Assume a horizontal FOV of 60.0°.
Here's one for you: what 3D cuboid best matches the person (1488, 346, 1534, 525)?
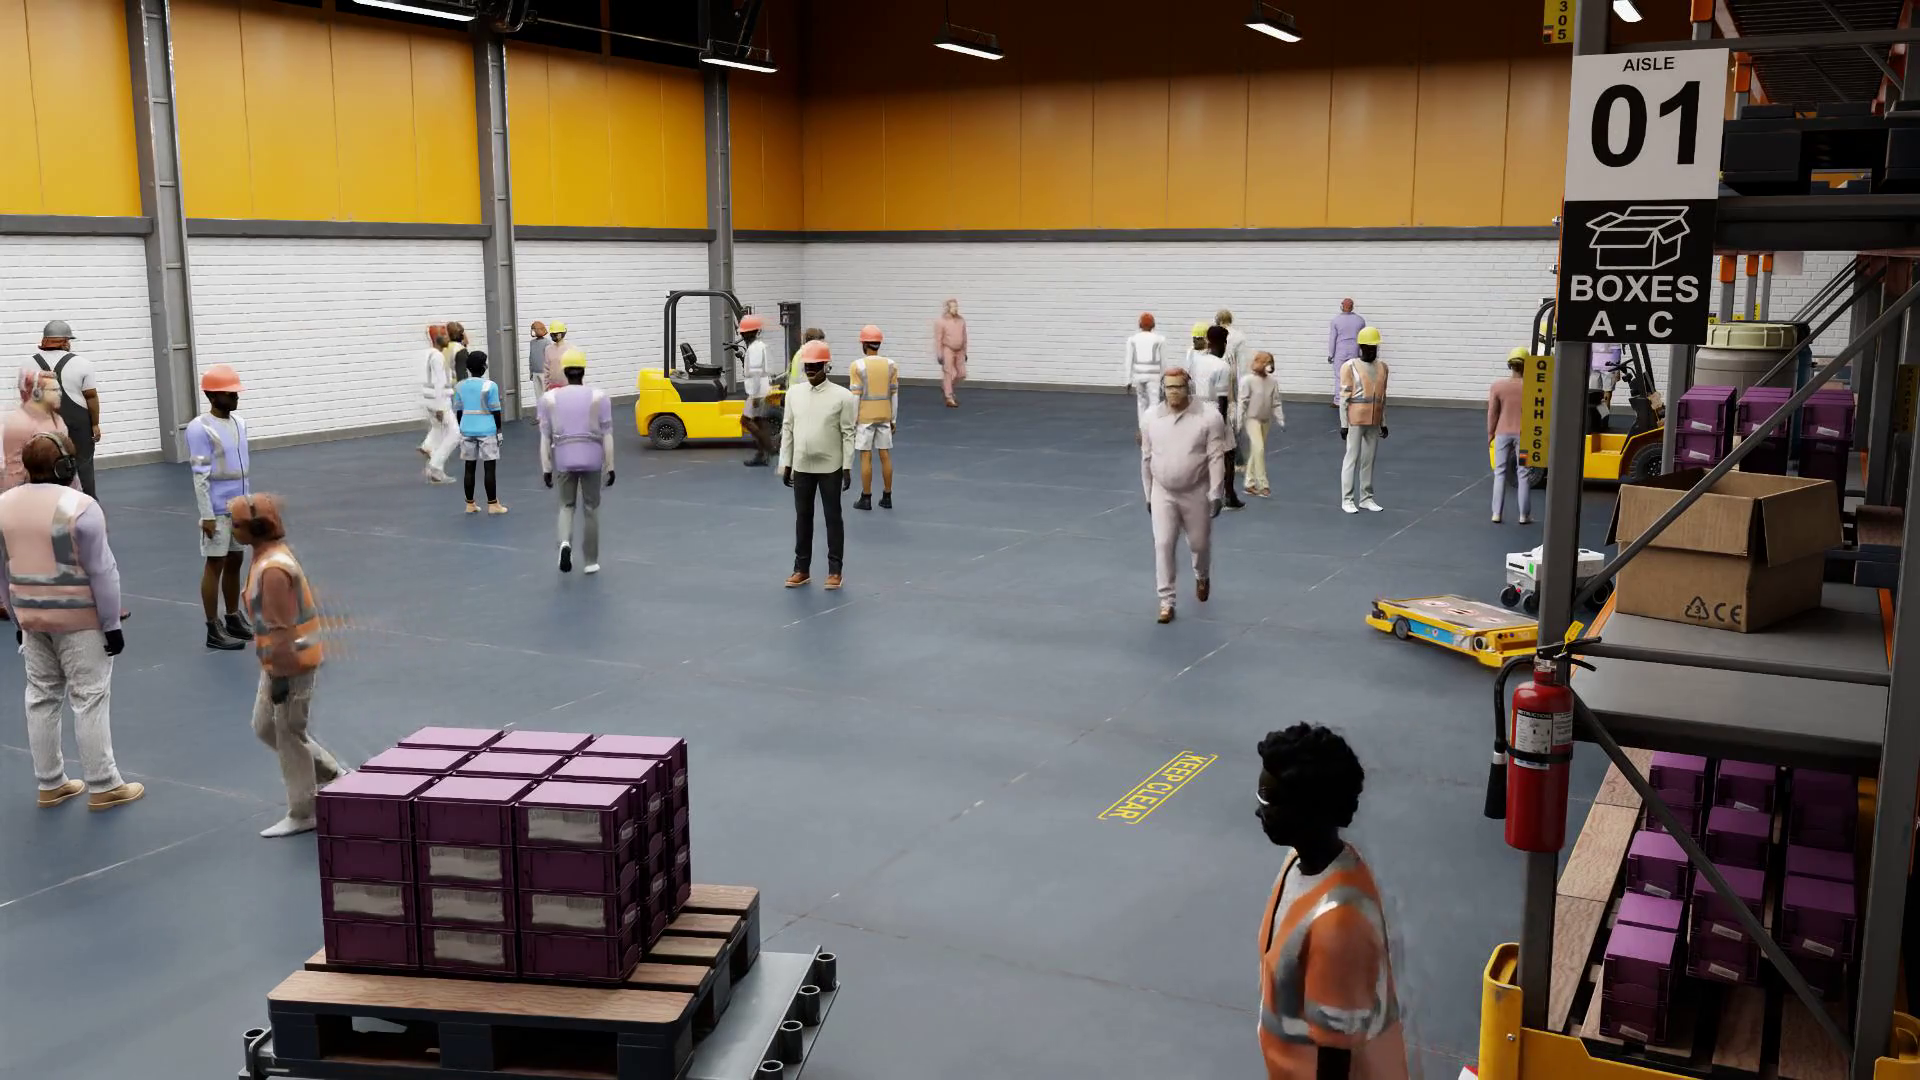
[{"bbox_3d":[5.517,-1.037,16.533,0.533,1.765,0.330,5,11,24],"label":"person"}]

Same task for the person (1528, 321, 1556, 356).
[{"bbox_3d":[7.490,-1.908,21.424,0.405,1.824,0.586,-1,10,-4],"label":"person"}]

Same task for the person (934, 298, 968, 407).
[{"bbox_3d":[-0.124,-3.264,29.043,0.674,1.892,0.421,-7,12,-35],"label":"person"}]

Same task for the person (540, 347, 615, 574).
[{"bbox_3d":[-3.177,-0.639,13.818,0.600,1.913,0.558,-1,10,-4],"label":"person"}]

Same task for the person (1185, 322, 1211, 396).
[{"bbox_3d":[3.013,-1.813,20.858,0.403,1.824,0.586,-9,14,-43],"label":"person"}]

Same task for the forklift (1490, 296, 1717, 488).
[{"bbox_3d":[7.296,-1.677,18.993,2.313,2.155,1.214,5,11,27],"label":"forklift"}]

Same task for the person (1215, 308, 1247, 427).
[{"bbox_3d":[3.666,-2.264,23.204,0.646,1.910,0.429,2,10,12],"label":"person"}]

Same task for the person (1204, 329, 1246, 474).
[{"bbox_3d":[3.042,-1.674,20.123,0.983,1.793,0.533,0,10,0],"label":"person"}]

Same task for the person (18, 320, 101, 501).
[{"bbox_3d":[-8.872,-1.168,16.494,0.687,2.000,0.535,-2,10,-11],"label":"person"}]

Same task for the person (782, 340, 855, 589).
[{"bbox_3d":[-1.144,-0.599,13.324,0.610,1.996,0.378,3,10,16],"label":"person"}]

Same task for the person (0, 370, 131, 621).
[{"bbox_3d":[-6.624,-0.303,12.046,1.014,1.852,0.663,-1,10,-7],"label":"person"}]

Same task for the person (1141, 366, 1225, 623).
[{"bbox_3d":[1.652,-0.366,12.345,0.646,1.873,0.847,3,10,15],"label":"person"}]

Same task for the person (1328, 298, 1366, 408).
[{"bbox_3d":[6.690,-3.237,28.860,0.638,1.909,0.408,-1,10,-8],"label":"person"}]

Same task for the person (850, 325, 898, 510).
[{"bbox_3d":[-0.921,-1.281,17.448,0.551,1.935,0.362,-5,11,-28],"label":"person"}]

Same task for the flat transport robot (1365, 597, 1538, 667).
[{"bbox_3d":[3.483,0.598,11.387,0.652,0.197,1.431,-4,11,-23],"label":"flat transport robot"}]

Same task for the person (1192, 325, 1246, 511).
[{"bbox_3d":[2.644,-1.279,17.430,0.663,1.934,0.624,-5,11,-27],"label":"person"}]

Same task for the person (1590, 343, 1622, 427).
[{"bbox_3d":[9.491,-2.540,24.426,0.376,2.042,0.615,-4,10,-20],"label":"person"}]

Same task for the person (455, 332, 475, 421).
[{"bbox_3d":[-7.069,-2.195,23.677,0.505,1.622,0.429,2,10,12],"label":"person"}]

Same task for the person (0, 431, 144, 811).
[{"bbox_3d":[-4.305,0.395,8.026,0.630,1.843,0.429,2,10,12],"label":"person"}]

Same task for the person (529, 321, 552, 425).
[{"bbox_3d":[-6.515,-2.582,25.854,0.507,1.632,0.264,7,12,37],"label":"person"}]

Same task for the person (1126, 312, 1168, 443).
[{"bbox_3d":[2.599,-2.268,23.382,0.569,1.865,0.792,4,11,24],"label":"person"}]

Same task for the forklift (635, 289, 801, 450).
[{"bbox_3d":[-3.358,-2.392,23.136,2.313,2.155,1.214,-1,10,-5],"label":"forklift"}]

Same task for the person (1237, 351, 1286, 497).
[{"bbox_3d":[3.358,-1.264,18.270,0.516,1.609,0.694,-6,11,-31],"label":"person"}]

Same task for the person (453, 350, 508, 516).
[{"bbox_3d":[-4.918,-1.090,17.039,0.535,1.697,0.318,3,10,16],"label":"person"}]

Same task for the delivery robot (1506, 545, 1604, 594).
[{"bbox_3d":[4.495,0.204,12.572,0.707,0.478,0.477,-3,10,-19],"label":"delivery robot"}]

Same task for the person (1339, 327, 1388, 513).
[{"bbox_3d":[4.198,-1.242,17.245,0.594,1.926,0.366,-5,11,-25],"label":"person"}]

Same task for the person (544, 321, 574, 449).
[{"bbox_3d":[-5.455,-2.103,22.700,0.533,1.767,0.327,4,11,21],"label":"person"}]

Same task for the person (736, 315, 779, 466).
[{"bbox_3d":[-2.574,-1.849,20.781,0.416,1.919,0.619,-1,10,-5],"label":"person"}]

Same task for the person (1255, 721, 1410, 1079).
[{"bbox_3d":[0.885,1.224,3.686,0.496,1.679,0.552,0,10,2],"label":"person"}]

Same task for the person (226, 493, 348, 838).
[{"bbox_3d":[-3.094,0.573,7.630,0.382,1.621,0.513,-5,11,-29],"label":"person"}]

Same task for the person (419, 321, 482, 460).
[{"bbox_3d":[-6.580,-1.915,21.490,0.632,1.816,0.869,8,13,39],"label":"person"}]

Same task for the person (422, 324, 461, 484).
[{"bbox_3d":[-6.012,-1.567,19.302,0.420,1.865,0.615,-5,11,-26],"label":"person"}]

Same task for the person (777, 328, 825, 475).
[{"bbox_3d":[-1.830,-1.689,20.305,0.970,1.770,0.636,-5,11,-29],"label":"person"}]

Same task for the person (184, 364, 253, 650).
[{"bbox_3d":[-4.999,-0.231,11.361,0.373,1.939,0.545,2,10,11],"label":"person"}]
